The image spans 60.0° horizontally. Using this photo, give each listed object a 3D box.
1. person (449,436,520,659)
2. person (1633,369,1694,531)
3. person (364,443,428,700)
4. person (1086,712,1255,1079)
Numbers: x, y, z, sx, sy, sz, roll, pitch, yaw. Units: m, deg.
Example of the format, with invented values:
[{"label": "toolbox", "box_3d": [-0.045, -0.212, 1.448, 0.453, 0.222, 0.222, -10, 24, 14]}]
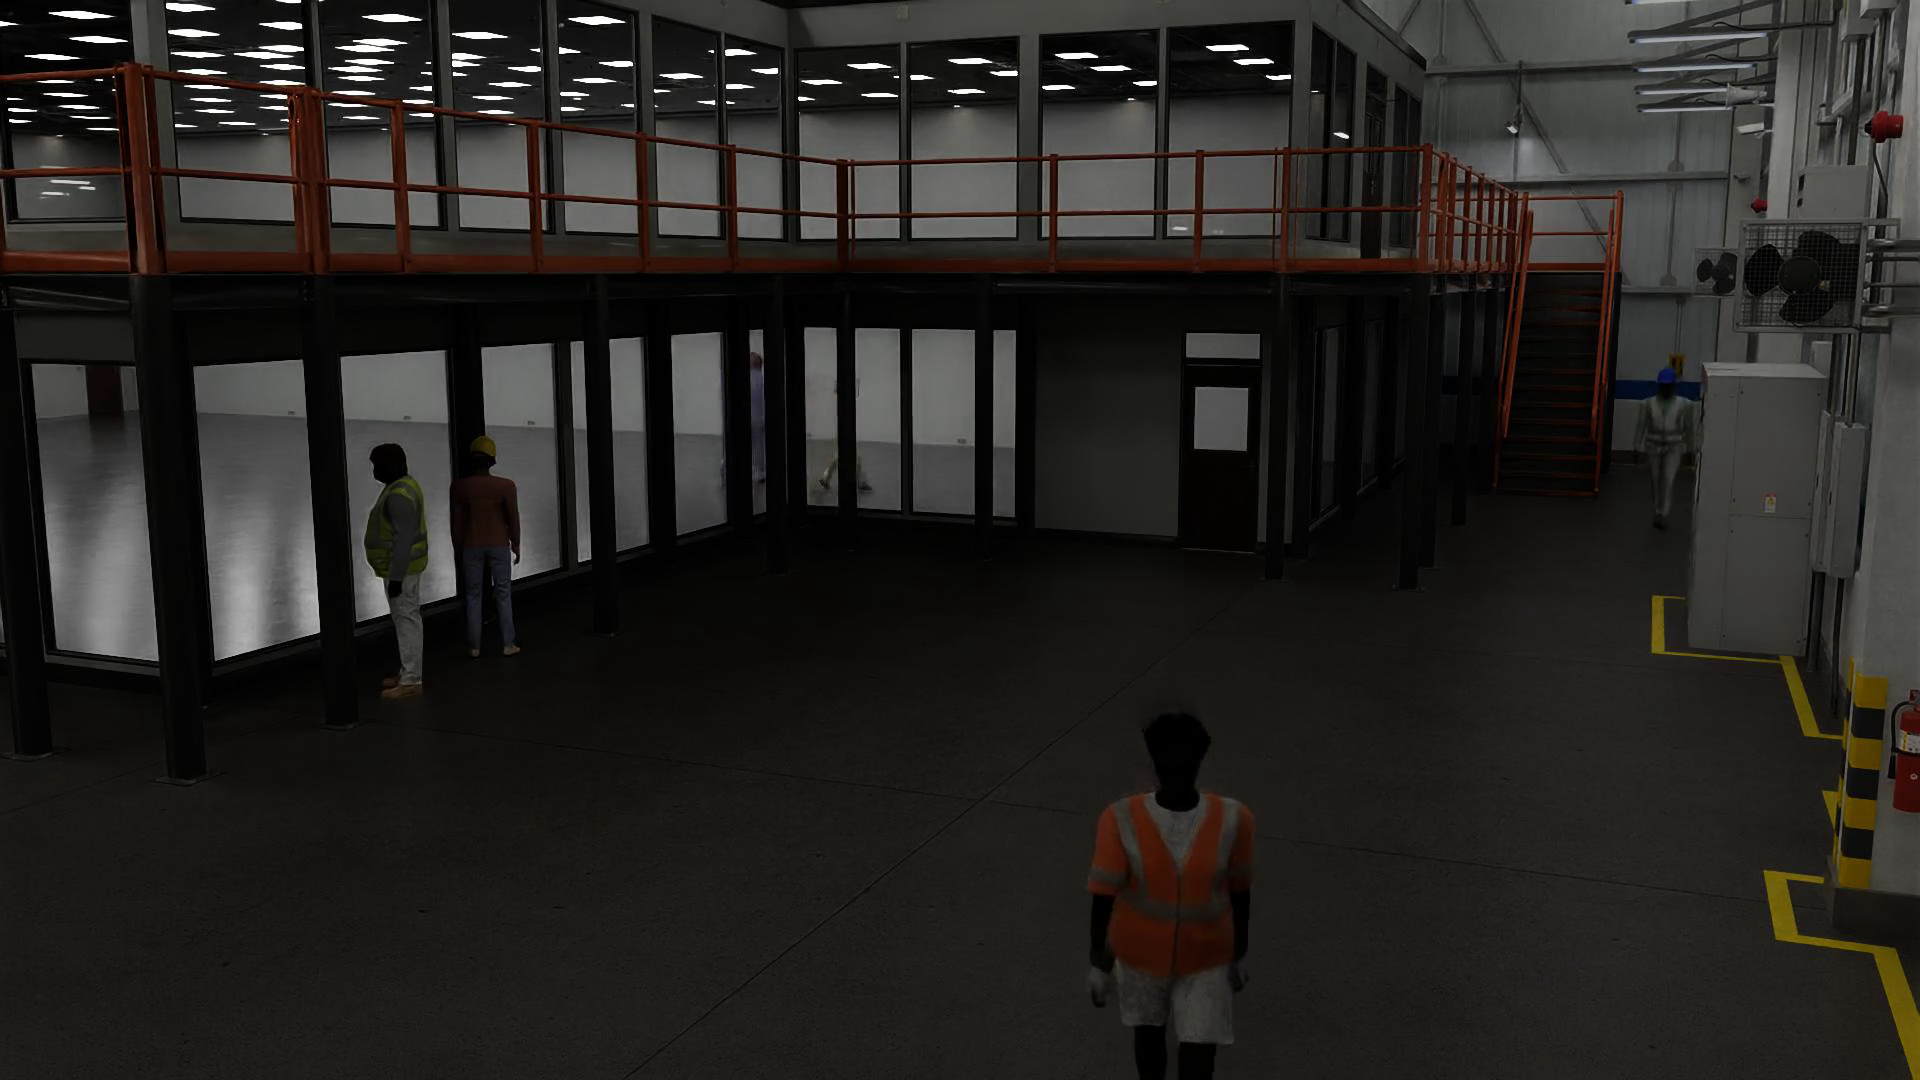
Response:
[{"label": "person", "box_3d": [-3.739, 0.059, 13.131, 0.533, 1.767, 0.312, -2, 9, -10]}, {"label": "person", "box_3d": [8.348, -1.081, 19.750, 0.638, 1.900, 0.986, 6, 11, 31]}, {"label": "person", "box_3d": [-4.036, 0.219, 11.935, 0.429, 1.838, 0.621, -3, 10, -15]}, {"label": "person", "box_3d": [0.688, 1.361, 5.443, 0.549, 1.644, 0.889, 1, 9, 6]}]
